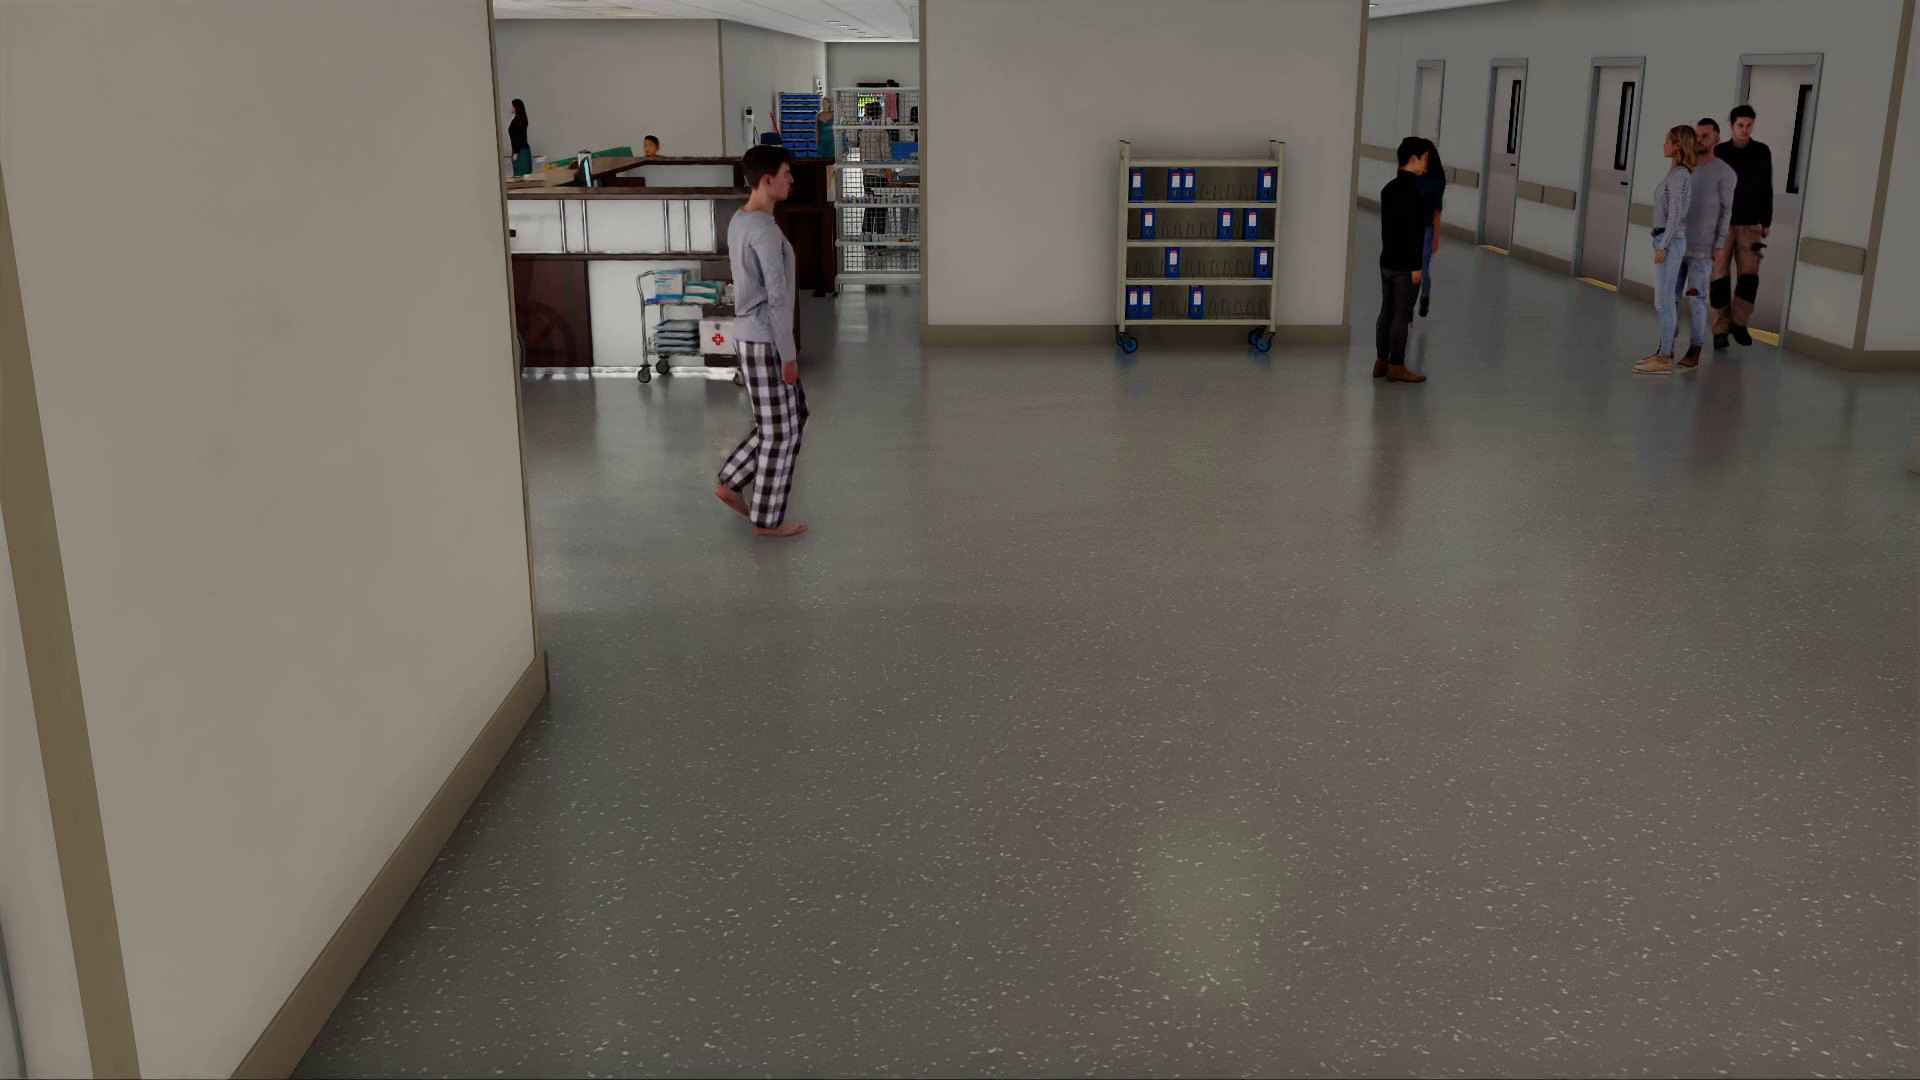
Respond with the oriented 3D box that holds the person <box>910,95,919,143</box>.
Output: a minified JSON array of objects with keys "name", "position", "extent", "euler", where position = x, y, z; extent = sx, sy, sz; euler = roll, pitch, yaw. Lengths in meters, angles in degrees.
[{"name":"person","position":[-0.857,-9.181,37.453],"extent":[0.550,1.671,0.754],"euler":[0,16,-2]}]

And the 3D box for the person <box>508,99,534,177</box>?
[{"name":"person","position":[-7.058,-6.208,26.781],"extent":[0.550,1.738,0.652],"euler":[2,16,7]}]

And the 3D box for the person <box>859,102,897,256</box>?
[{"name":"person","position":[-1.024,-4.379,20.162],"extent":[0.722,1.811,0.784],"euler":[15,22,42]}]

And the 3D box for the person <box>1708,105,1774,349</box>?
[{"name":"person","position":[6.164,-2.489,13.288],"extent":[0.678,1.904,0.849],"euler":[3,16,9]}]

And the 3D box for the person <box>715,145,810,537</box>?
[{"name":"person","position":[-0.990,-0.899,7.777],"extent":[0.832,1.833,0.771],"euler":[-6,17,-20]}]

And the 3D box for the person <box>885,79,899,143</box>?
[{"name":"person","position":[-1.818,-11.225,44.172],"extent":[0.674,1.958,0.692],"euler":[6,17,21]}]

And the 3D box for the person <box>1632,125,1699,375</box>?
[{"name":"person","position":[5.189,-2.121,12.180],"extent":[0.648,1.796,0.660],"euler":[7,17,25]}]

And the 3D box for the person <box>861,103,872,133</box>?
[{"name":"person","position":[-2.121,-9.463,38.854],"extent":[0.644,1.452,0.729],"euler":[10,19,31]}]

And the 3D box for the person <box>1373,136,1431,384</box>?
[{"name":"person","position":[3.167,-2.011,11.926],"extent":[0.602,1.722,0.686],"euler":[-3,16,-10]}]

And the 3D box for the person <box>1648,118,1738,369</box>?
[{"name":"person","position":[5.502,-2.228,12.483],"extent":[0.788,1.837,0.763],"euler":[-11,19,-35]}]

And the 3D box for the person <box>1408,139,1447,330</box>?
[{"name":"person","position":[3.946,-2.634,14.355],"extent":[0.831,1.603,0.849],"euler":[9,18,29]}]

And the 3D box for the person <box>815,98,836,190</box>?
[{"name":"person","position":[-2.498,-7.438,31.263],"extent":[0.773,1.674,0.679],"euler":[2,16,7]}]
